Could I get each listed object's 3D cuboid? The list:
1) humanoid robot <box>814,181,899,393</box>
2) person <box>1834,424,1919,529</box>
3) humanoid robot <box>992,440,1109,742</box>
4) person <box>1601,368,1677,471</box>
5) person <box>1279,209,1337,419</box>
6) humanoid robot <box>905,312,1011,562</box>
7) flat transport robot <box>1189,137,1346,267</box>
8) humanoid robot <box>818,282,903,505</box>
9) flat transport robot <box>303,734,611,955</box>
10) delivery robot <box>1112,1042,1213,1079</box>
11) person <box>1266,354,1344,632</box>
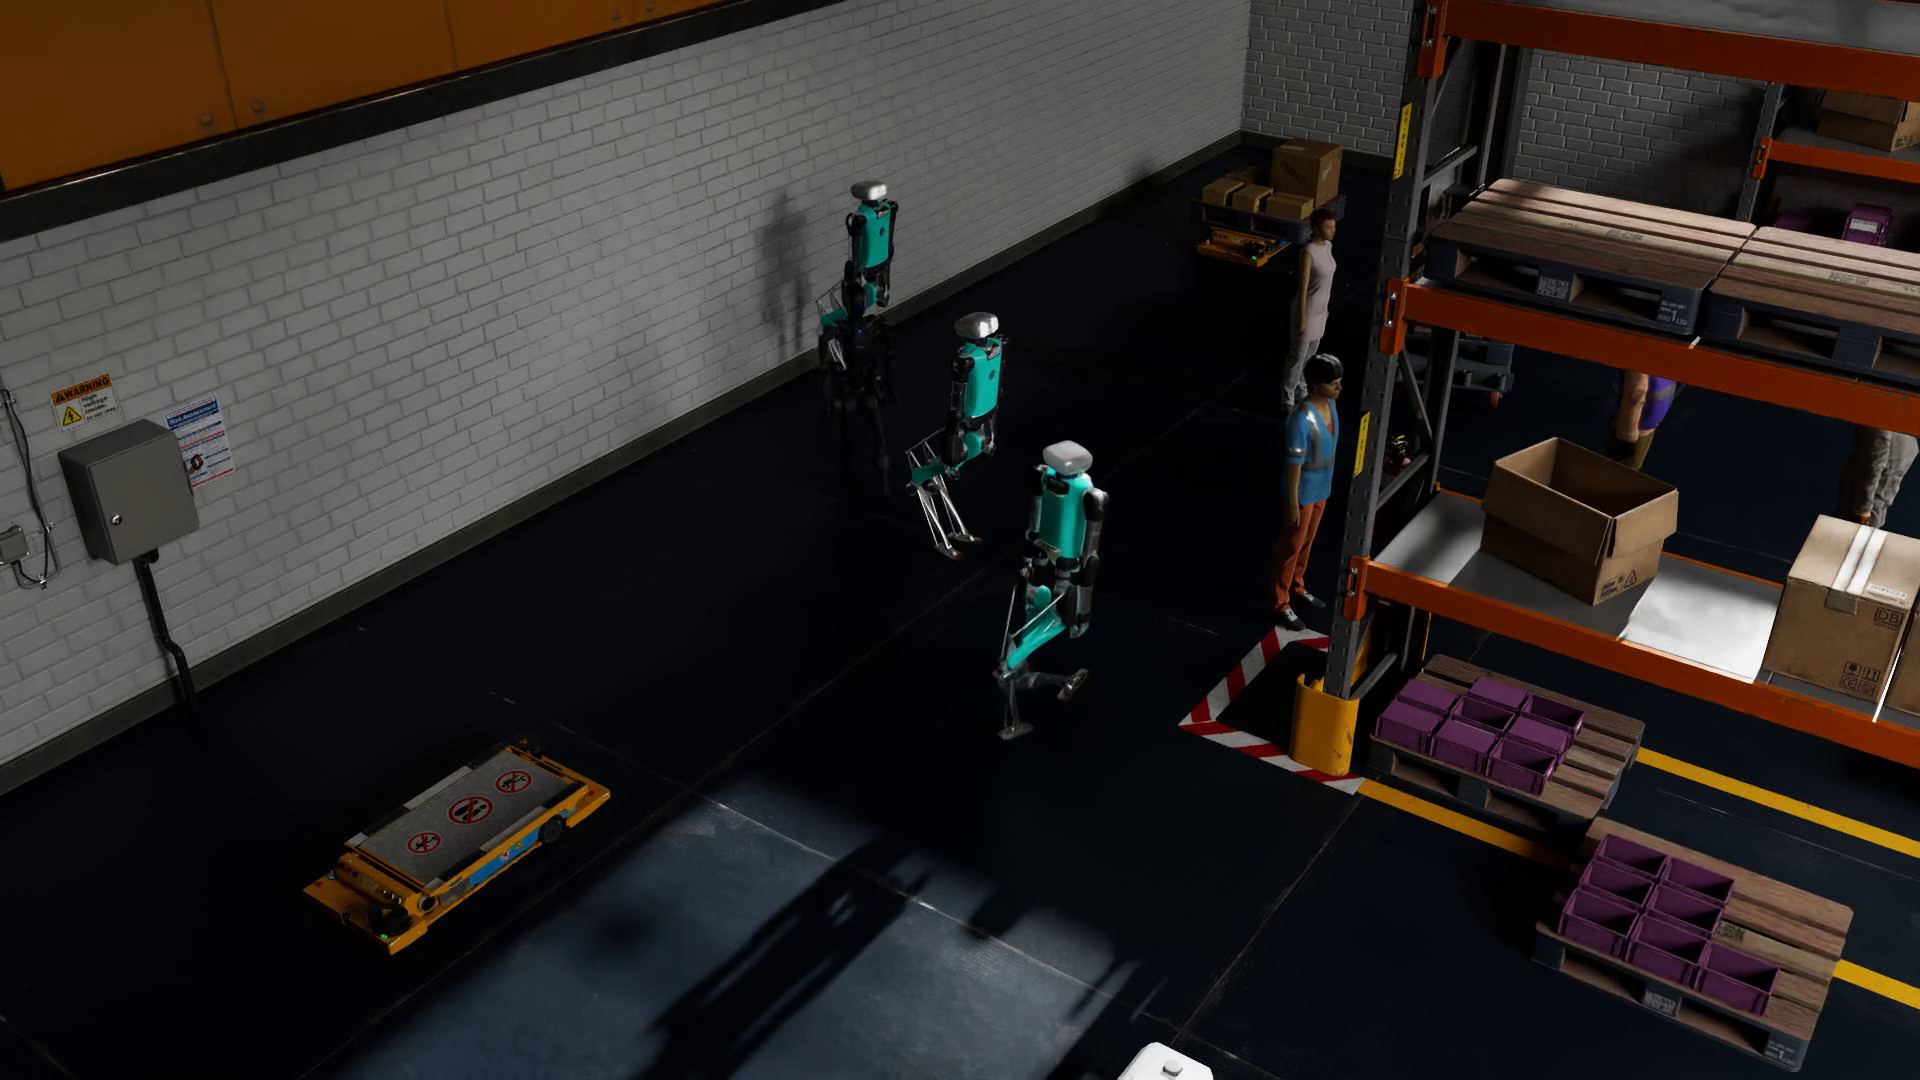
[{"bbox_3d":[-0.863,-2.000,12.909,0.735,1.674,0.533,19,35,30],"label":"humanoid robot"},{"bbox_3d":[5.458,-0.285,9.973,0.360,1.827,0.514,19,35,30],"label":"person"},{"bbox_3d":[0.389,0.350,8.961,1.015,1.724,0.552,-23,37,-34],"label":"humanoid robot"},{"bbox_3d":[4.354,-0.765,10.705,0.419,1.928,0.544,19,35,30],"label":"person"},{"bbox_3d":[2.664,-1.709,12.608,0.270,1.659,0.458,19,35,30],"label":"person"},{"bbox_3d":[-0.079,-0.700,10.651,0.735,1.677,0.533,19,35,30],"label":"humanoid robot"},{"bbox_3d":[2.944,-3.013,16.266,0.659,0.231,1.431,19,35,30],"label":"flat transport robot"},{"bbox_3d":[-0.671,-1.003,11.390,0.601,1.629,0.707,-11,32,-18],"label":"humanoid robot"},{"bbox_3d":[-2.526,1.502,8.434,0.659,0.231,1.431,19,35,30],"label":"flat transport robot"},{"bbox_3d":[0.714,2.367,6.619,0.499,0.566,0.739,19,35,30],"label":"delivery robot"},{"bbox_3d":[2.107,-0.302,10.064,0.306,1.764,0.505,19,35,30],"label":"person"}]
